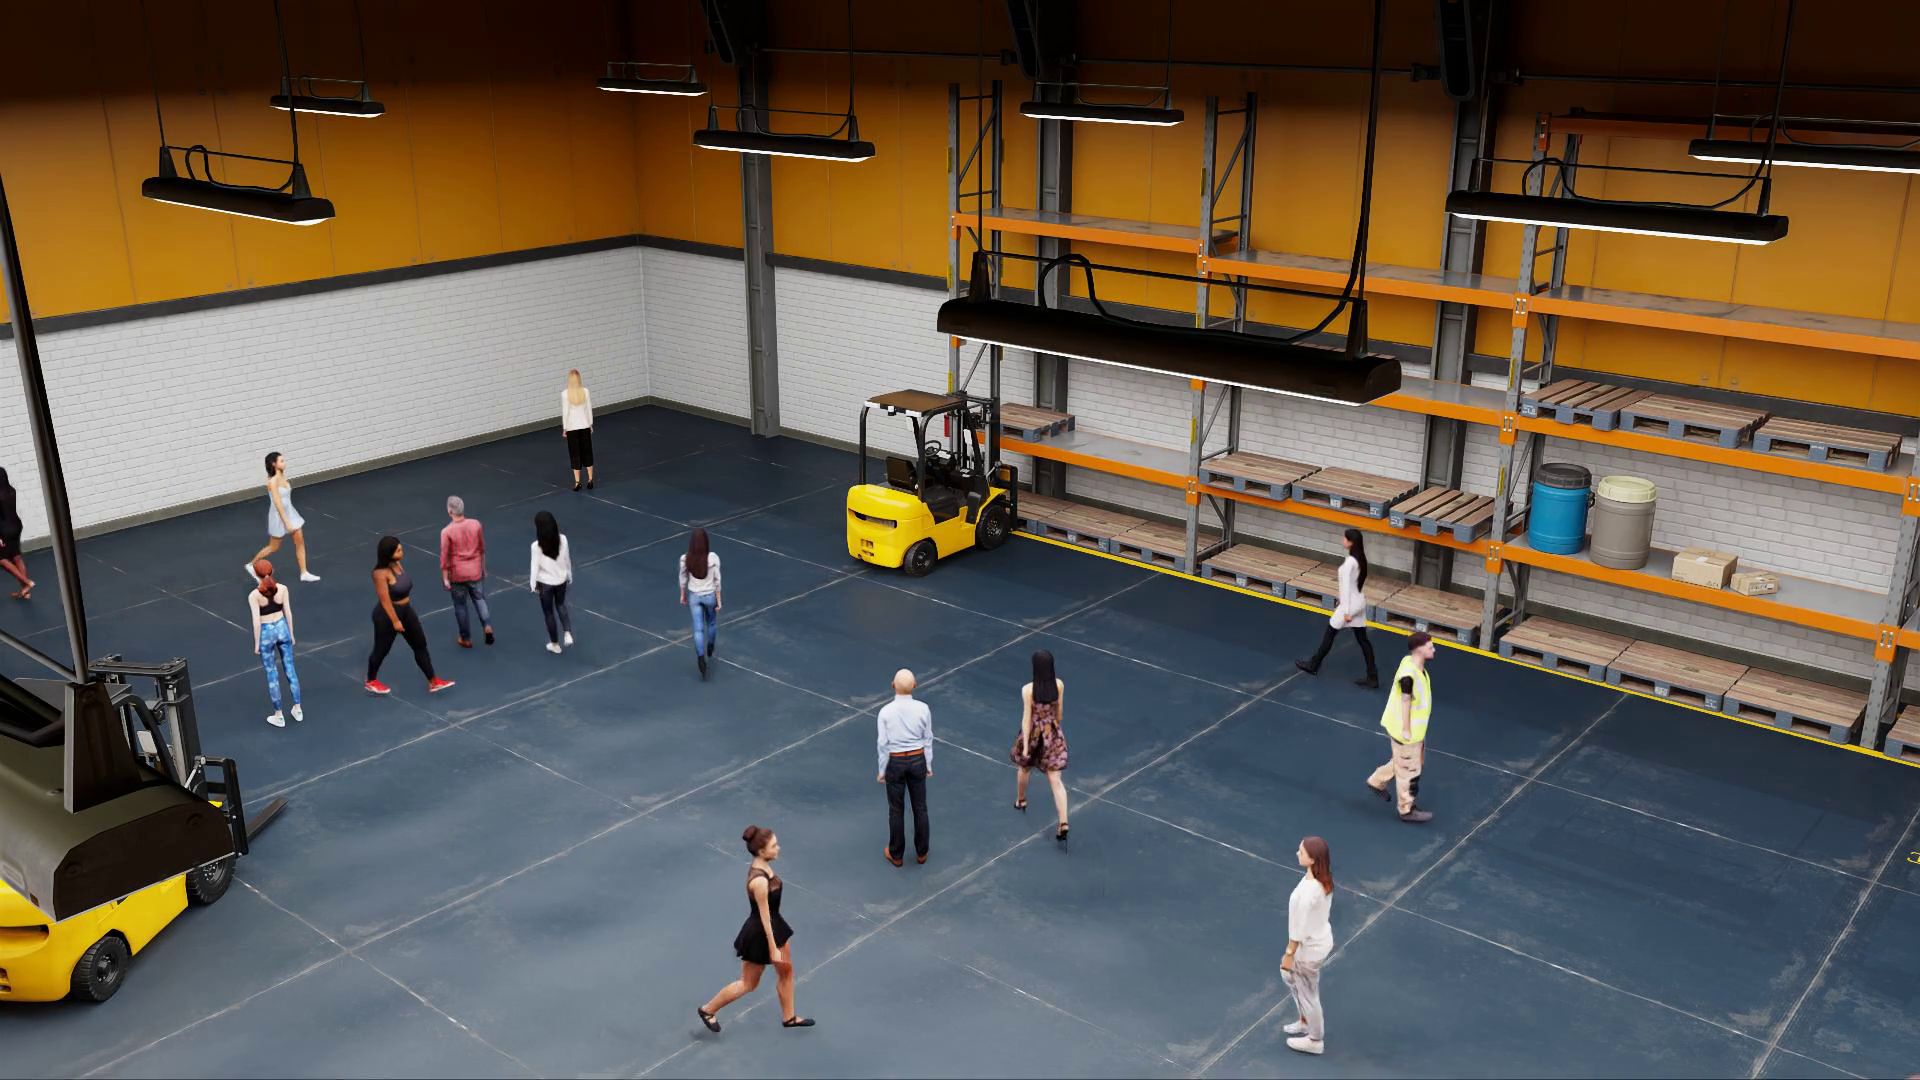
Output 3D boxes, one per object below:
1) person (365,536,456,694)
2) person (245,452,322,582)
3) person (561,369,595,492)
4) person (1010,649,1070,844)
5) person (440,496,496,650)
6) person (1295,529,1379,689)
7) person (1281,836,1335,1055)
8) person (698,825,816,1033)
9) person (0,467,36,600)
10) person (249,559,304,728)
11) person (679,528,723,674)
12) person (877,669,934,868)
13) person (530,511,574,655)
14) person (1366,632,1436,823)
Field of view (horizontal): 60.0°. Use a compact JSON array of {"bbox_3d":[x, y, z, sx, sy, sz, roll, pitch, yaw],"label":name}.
[{"bbox_3d":[-6.079,0.841,17.602,1.315,1.758,1.061,3,19,10],"label":"person"},{"bbox_3d":[-8.626,-0.249,20.934,1.167,1.699,1.046,0,19,0],"label":"person"},{"bbox_3d":[-5.695,-1.633,24.794,0.687,1.858,0.629,-11,22,-30],"label":"person"},{"bbox_3d":[0.777,1.844,14.674,0.975,1.727,1.252,-8,20,-22],"label":"person"},{"bbox_3d":[-5.560,0.398,18.825,0.795,1.818,0.945,-14,23,-37],"label":"person"},{"bbox_3d":[4.269,0.773,17.818,1.144,1.751,0.625,14,23,35],"label":"person"},{"bbox_3d":[2.542,2.869,11.711,0.694,1.675,0.691,6,20,18],"label":"person"},{"bbox_3d":[-1.487,2.829,11.874,1.107,1.648,0.982,0,19,1],"label":"person"},{"bbox_3d":[-11.585,-0.069,20.380,0.834,1.710,0.776,3,19,10],"label":"person"},{"bbox_3d":[-6.997,1.038,16.979,0.592,1.784,0.600,-17,25,-41],"label":"person"},{"bbox_3d":[-2.837,0.698,18.297,1.059,1.588,1.124,-2,19,-5],"label":"person"},{"bbox_3d":[-0.467,1.948,14.264,0.734,1.791,0.767,-4,19,-12],"label":"person"},{"bbox_3d":[-4.554,0.495,18.731,0.668,1.695,0.637,-17,25,-40],"label":"person"},{"bbox_3d":[3.983,1.676,15.011,0.987,1.831,0.866,6,20,18],"label":"person"}]
